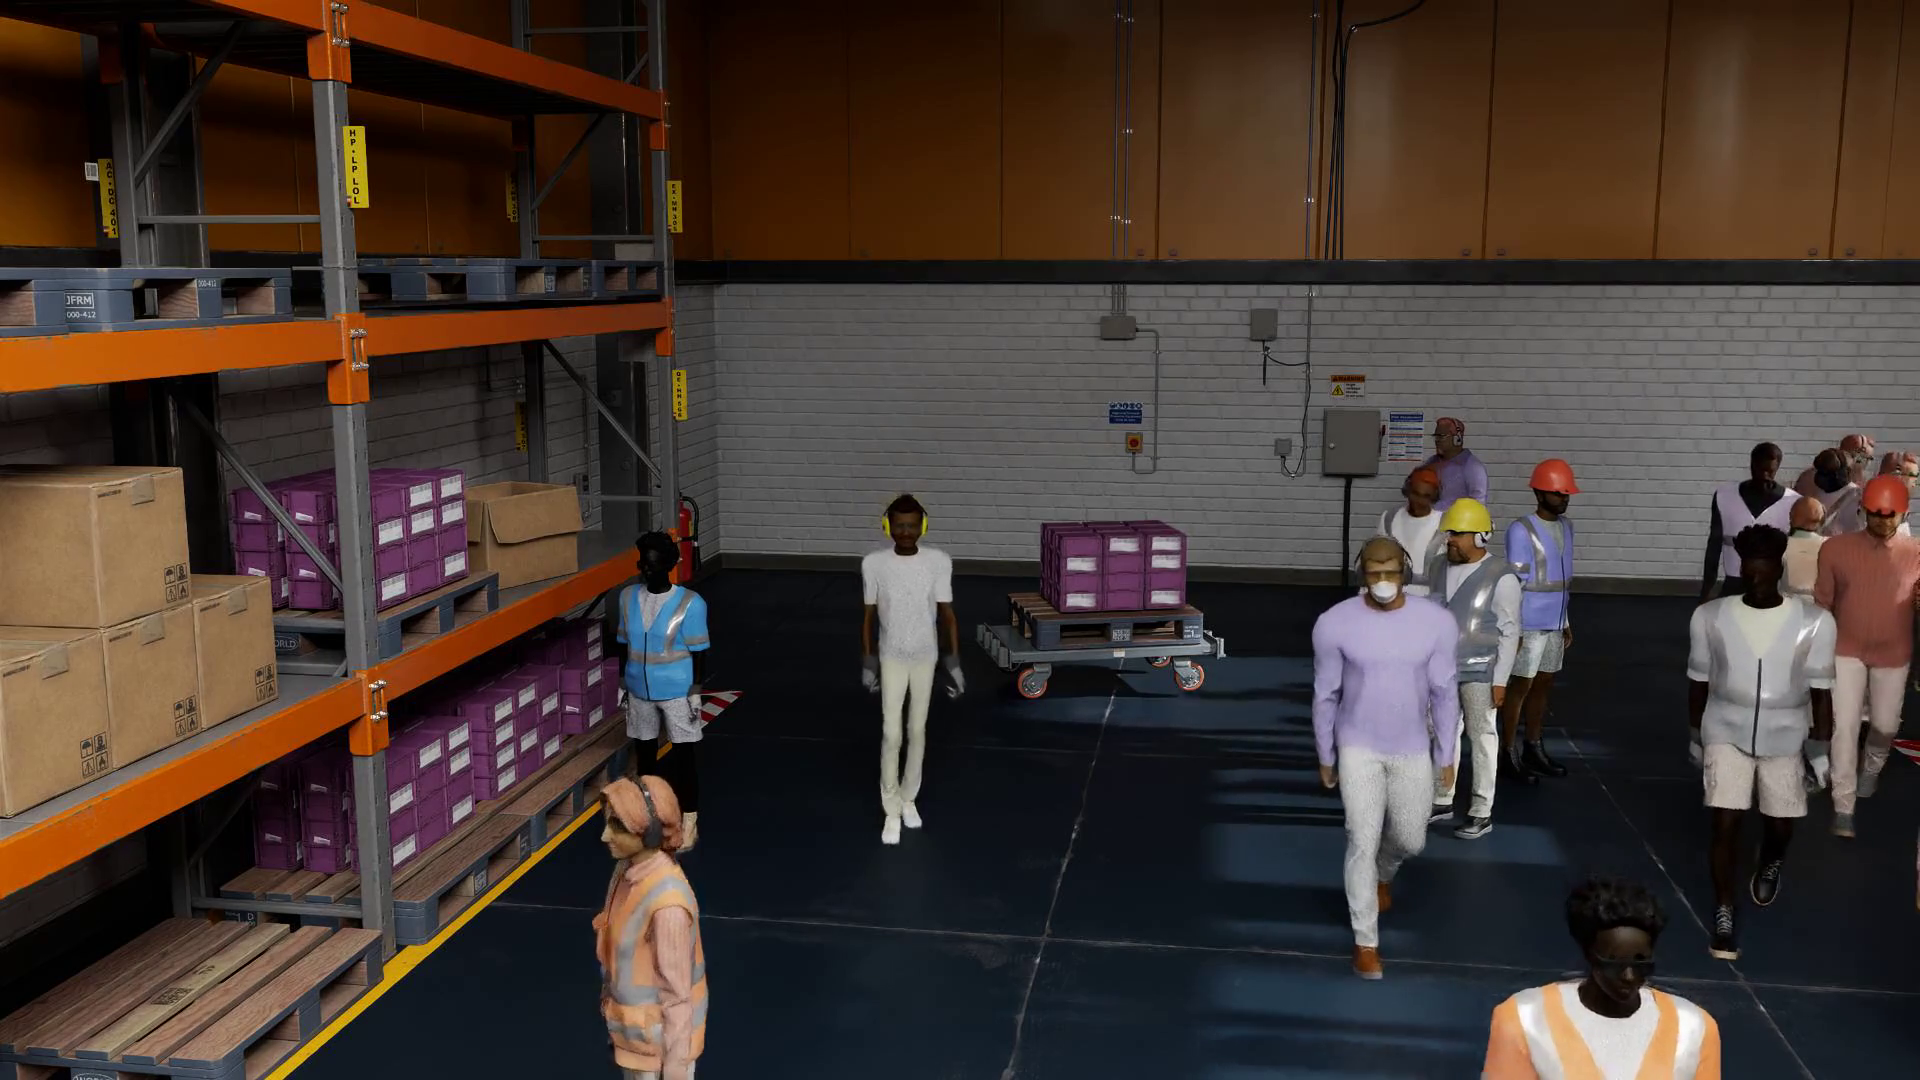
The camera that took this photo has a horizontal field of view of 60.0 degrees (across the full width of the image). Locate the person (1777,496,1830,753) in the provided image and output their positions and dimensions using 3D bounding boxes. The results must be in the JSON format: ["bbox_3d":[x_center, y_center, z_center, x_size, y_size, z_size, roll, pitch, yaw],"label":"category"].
[{"bbox_3d":[5.326,0.528,10.546,0.512,1.618,0.697,4,10,23],"label":"person"}]

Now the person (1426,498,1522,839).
[{"bbox_3d":[2.704,0.680,8.938,0.404,1.832,0.592,-5,11,-30],"label":"person"}]

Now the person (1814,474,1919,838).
[{"bbox_3d":[5.016,0.589,9.152,0.619,1.959,0.901,4,10,26],"label":"person"}]

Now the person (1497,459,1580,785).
[{"bbox_3d":[3.460,0.479,9.860,0.551,1.934,0.372,-7,11,-35],"label":"person"}]

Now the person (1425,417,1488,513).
[{"bbox_3d":[3.766,-0.003,12.924,0.406,1.906,0.654,-4,10,-25],"label":"person"}]

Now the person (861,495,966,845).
[{"bbox_3d":[-0.241,0.686,8.871,0.539,1.844,0.747,-2,9,-9],"label":"person"}]

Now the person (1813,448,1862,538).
[{"bbox_3d":[6.043,0.274,11.480,0.526,1.826,0.646,1,9,4],"label":"person"}]

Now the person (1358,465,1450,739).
[{"bbox_3d":[2.792,0.436,10.459,0.892,1.830,0.711,-7,12,-38],"label":"person"}]

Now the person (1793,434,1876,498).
[{"bbox_3d":[6.405,0.151,12.174,0.880,1.852,0.675,-3,10,-19],"label":"person"}]

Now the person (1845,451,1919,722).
[{"bbox_3d":[5.900,0.335,11.023,0.818,1.874,0.678,2,9,13],"label":"person"}]

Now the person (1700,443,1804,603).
[{"bbox_3d":[5.368,0.274,11.256,0.644,1.893,0.489,6,11,33],"label":"person"}]

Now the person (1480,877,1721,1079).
[{"bbox_3d":[1.491,1.595,3.804,0.557,1.652,0.835,0,9,1],"label":"person"}]

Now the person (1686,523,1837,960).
[{"bbox_3d":[3.592,0.861,7.503,0.615,1.939,0.758,4,10,25],"label":"person"}]

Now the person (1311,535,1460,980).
[{"bbox_3d":[1.849,0.902,7.332,0.632,1.912,0.725,1,9,5],"label":"person"}]

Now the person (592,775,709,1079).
[{"bbox_3d":[-0.890,1.459,4.811,0.312,1.632,0.587,-4,10,-23],"label":"person"}]

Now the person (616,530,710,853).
[{"bbox_3d":[-1.563,0.788,8.692,0.529,1.697,0.321,3,10,19],"label":"person"}]

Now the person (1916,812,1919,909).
[{"bbox_3d":[3.660,1.226,5.864,0.530,1.742,0.737,6,11,34],"label":"person"}]
